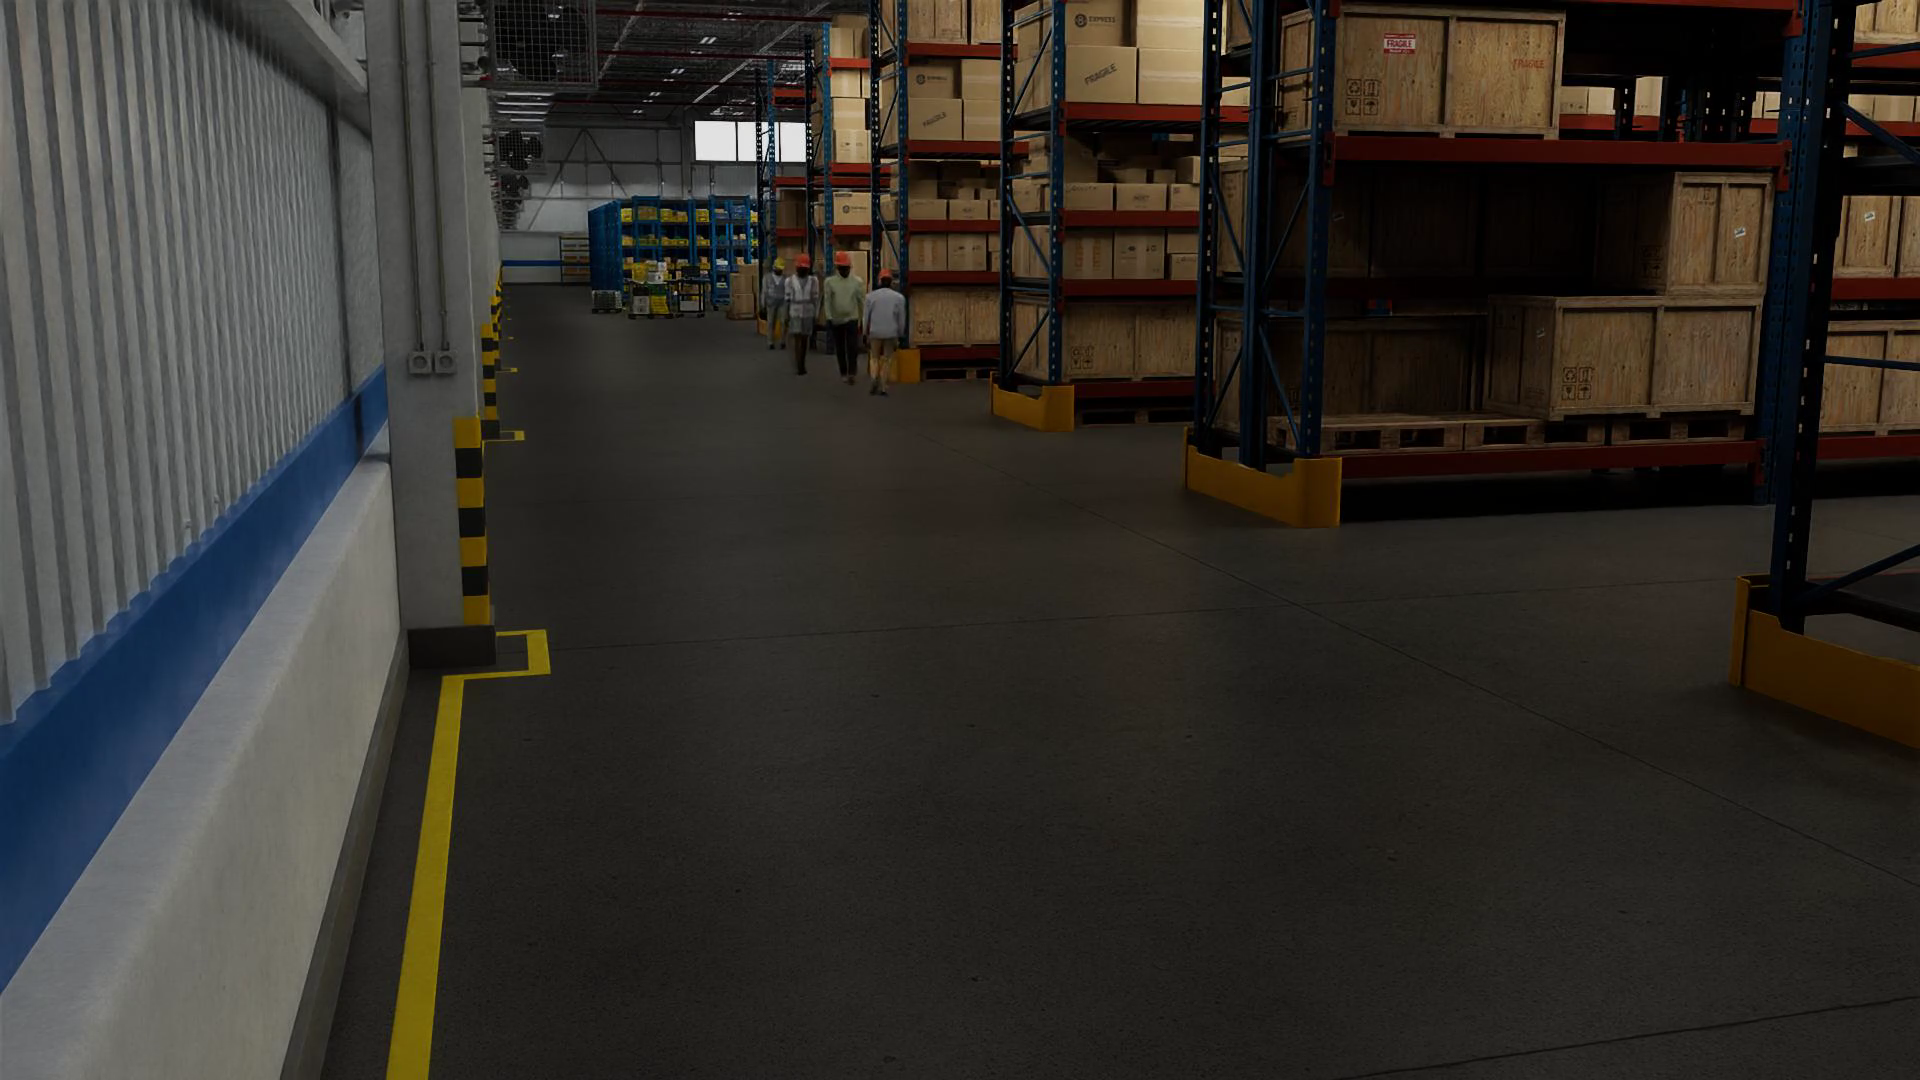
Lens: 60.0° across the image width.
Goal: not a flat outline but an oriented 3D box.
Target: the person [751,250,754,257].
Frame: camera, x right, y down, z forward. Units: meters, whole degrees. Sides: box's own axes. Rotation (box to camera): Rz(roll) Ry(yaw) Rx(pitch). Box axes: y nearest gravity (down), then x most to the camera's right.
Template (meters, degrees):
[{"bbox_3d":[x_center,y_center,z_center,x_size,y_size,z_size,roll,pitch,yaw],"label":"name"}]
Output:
[{"bbox_3d":[-9.120,-11.896,73.659,0.566,1.846,0.389,-3,10,-14],"label":"person"}]

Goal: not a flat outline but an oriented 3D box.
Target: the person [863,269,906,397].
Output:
[{"bbox_3d":[-1.021,-2.794,22.463,0.582,1.720,0.455,0,10,-1],"label":"person"}]

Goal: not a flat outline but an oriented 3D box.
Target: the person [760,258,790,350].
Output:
[{"bbox_3d":[-3.604,-4.604,32.521,0.630,1.782,0.875,-2,10,-10],"label":"person"}]

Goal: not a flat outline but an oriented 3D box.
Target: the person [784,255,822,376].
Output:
[{"bbox_3d":[-2.476,-3.539,26.219,0.558,1.882,0.984,-2,10,-14],"label":"person"}]

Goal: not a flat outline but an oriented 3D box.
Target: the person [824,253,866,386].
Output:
[{"bbox_3d":[-1.688,-3.247,24.476,0.607,1.942,1.042,0,10,0],"label":"person"}]
